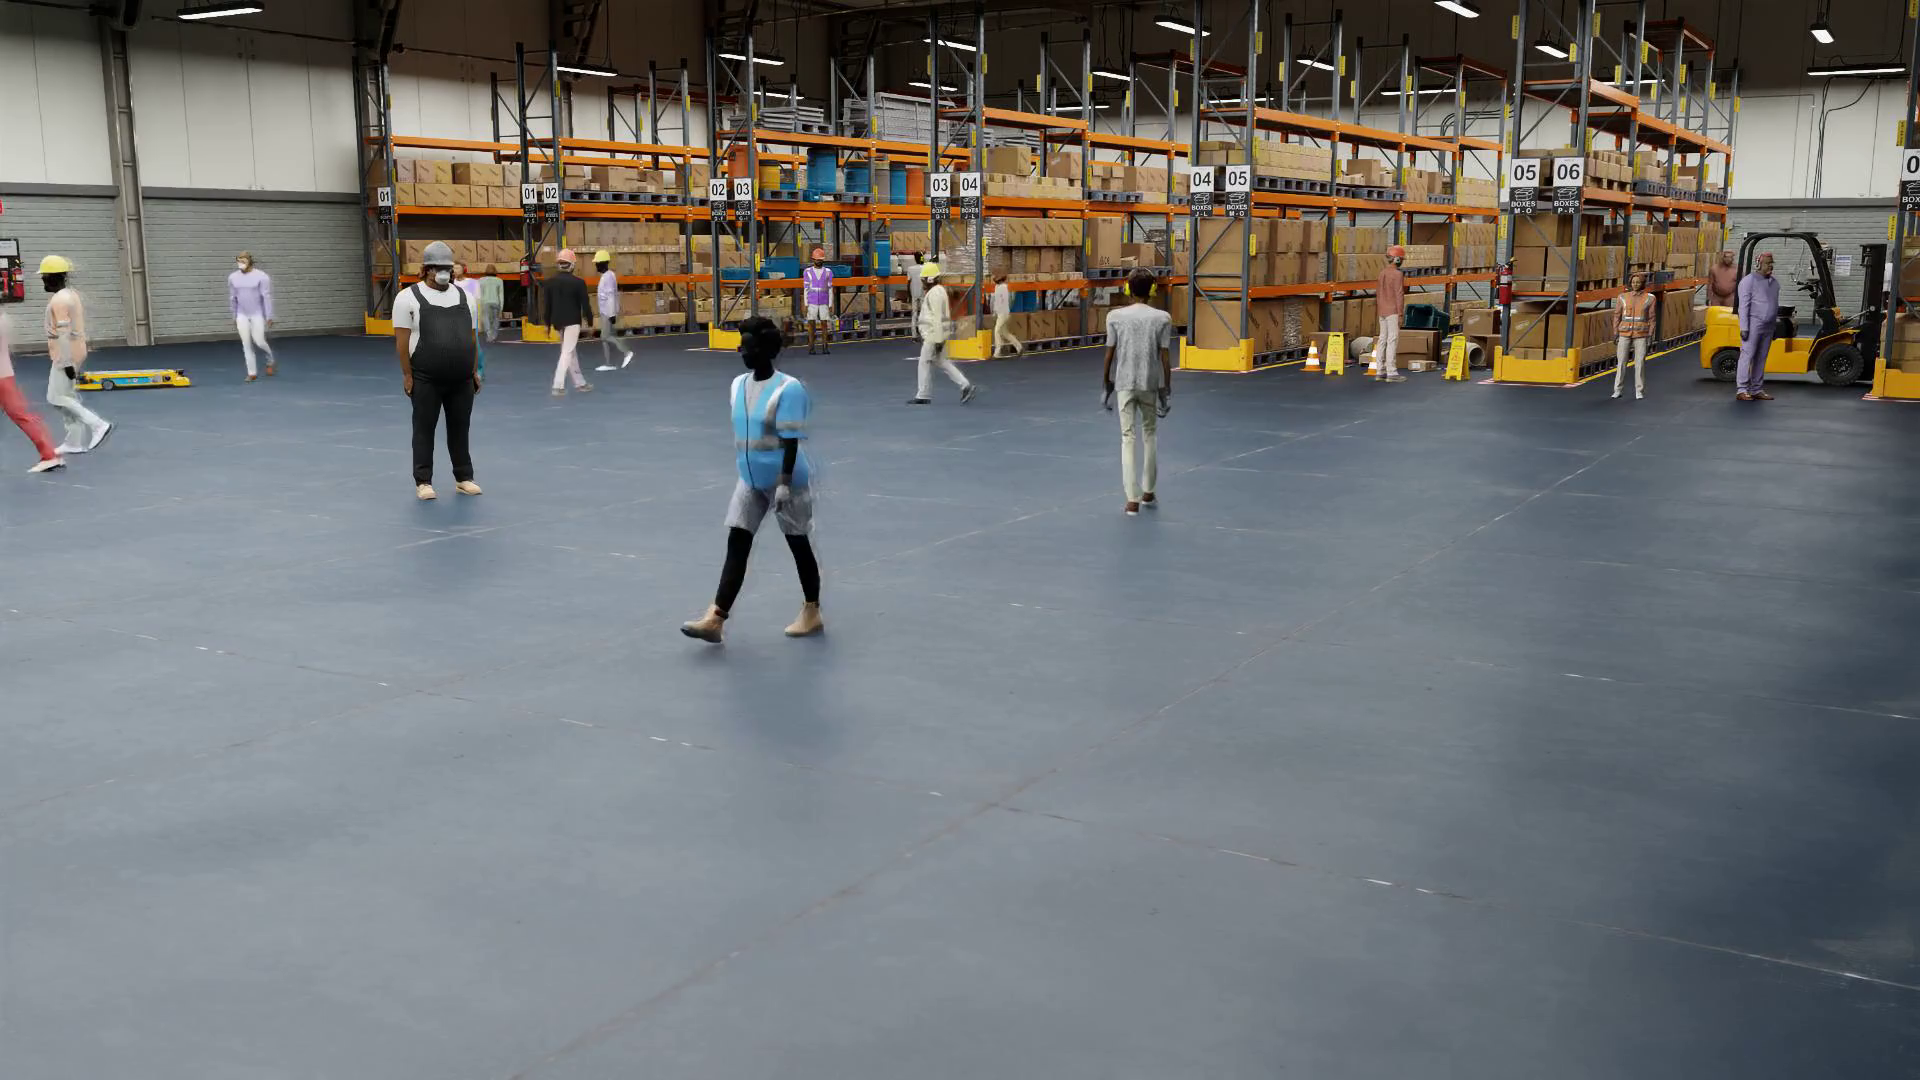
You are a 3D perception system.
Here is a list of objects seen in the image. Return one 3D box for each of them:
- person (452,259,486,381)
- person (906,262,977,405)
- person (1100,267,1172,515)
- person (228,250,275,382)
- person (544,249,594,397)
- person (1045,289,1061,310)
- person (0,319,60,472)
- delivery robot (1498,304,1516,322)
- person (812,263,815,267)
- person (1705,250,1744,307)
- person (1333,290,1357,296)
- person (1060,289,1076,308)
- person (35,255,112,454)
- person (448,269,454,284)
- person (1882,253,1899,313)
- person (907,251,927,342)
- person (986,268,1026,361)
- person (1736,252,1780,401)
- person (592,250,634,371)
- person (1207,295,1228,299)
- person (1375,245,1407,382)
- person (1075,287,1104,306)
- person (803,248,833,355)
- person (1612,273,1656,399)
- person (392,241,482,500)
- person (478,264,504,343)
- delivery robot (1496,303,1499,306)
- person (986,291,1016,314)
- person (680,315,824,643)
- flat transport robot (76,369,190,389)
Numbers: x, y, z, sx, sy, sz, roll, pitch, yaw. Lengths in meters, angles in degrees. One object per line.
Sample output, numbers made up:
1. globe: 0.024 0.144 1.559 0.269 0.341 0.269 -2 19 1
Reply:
1. person: -7.149 -3.165 24.095 0.614 1.800 0.942 2 10 9
2. person: -0.231 -2.563 20.758 0.826 1.800 0.614 1 10 7
3. person: 1.328 -1.139 12.654 0.515 1.841 0.829 0 10 1
4. person: -10.358 -3.278 24.378 0.645 1.921 0.562 1 10 6
5. person: -5.209 -2.891 22.168 0.640 1.944 1.018 4 11 22
6. person: 2.218 -5.898 39.258 0.507 1.859 0.340 0 10 1
7. person: -8.460 -1.420 14.594 0.955 1.716 0.525 -4 11 -23
8. delivery robot: 13.098 -5.489 40.330 0.707 0.478 0.477 -1 10 -8
9. person: -3.076 -5.221 36.075 0.509 1.632 0.267 4 11 22
10. person: 15.119 -4.787 32.915 0.682 1.885 0.631 6 12 29
11. person: 8.407 -5.260 36.307 0.512 1.630 0.318 3 11 17
12. person: 2.572 -5.854 38.536 0.662 2.015 0.643 -8 13 -37
13. person: -8.513 -1.762 15.920 0.506 1.910 0.593 -3 10 -15
14. person: -7.018 -2.875 22.755 0.537 1.696 0.321 8 13 39
15. person: 20.497 -5.416 36.448 0.897 1.883 0.615 -10 14 -44
16. person: -0.840 -4.982 34.099 0.521 1.864 0.335 2 10 13
17. person: 0.797 -3.883 28.659 0.707 1.602 0.504 -2 10 -12
18. person: 10.312 -2.745 21.442 0.641 1.908 0.407 -5 11 -26
19. person: -5.548 -3.632 26.389 0.536 1.915 0.591 -3 11 -19
20. person: 5.439 -5.148 35.284 0.525 1.772 0.306 7 12 33
21. person: 6.346 -3.317 24.420 0.392 1.987 0.611 -3 11 -16
22. person: 2.992 -5.634 37.936 0.834 1.784 0.615 -9 13 -41
23. person: -2.576 -4.334 30.297 0.541 1.930 0.386 -2 10 -9
24. person: 8.788 -2.659 21.704 0.514 1.641 0.308 5 11 27
25. person: -4.110 -1.351 13.257 0.680 2.000 0.537 -9 13 -40
26. person: -9.491 -4.779 33.689 0.502 1.615 0.519 -3 11 -15
27. delivery robot: 13.219 -5.591 40.907 0.477 0.478 0.707 -1 10 -7
28. person: 0.816 -4.821 33.021 0.623 1.932 0.367 1 10 3
29. person: -1.024 -0.284 8.345 0.553 1.652 0.867 8 13 38
30. flat transport robot: -11.620 -2.263 23.319 1.431 0.197 0.652 -6 12 -30
